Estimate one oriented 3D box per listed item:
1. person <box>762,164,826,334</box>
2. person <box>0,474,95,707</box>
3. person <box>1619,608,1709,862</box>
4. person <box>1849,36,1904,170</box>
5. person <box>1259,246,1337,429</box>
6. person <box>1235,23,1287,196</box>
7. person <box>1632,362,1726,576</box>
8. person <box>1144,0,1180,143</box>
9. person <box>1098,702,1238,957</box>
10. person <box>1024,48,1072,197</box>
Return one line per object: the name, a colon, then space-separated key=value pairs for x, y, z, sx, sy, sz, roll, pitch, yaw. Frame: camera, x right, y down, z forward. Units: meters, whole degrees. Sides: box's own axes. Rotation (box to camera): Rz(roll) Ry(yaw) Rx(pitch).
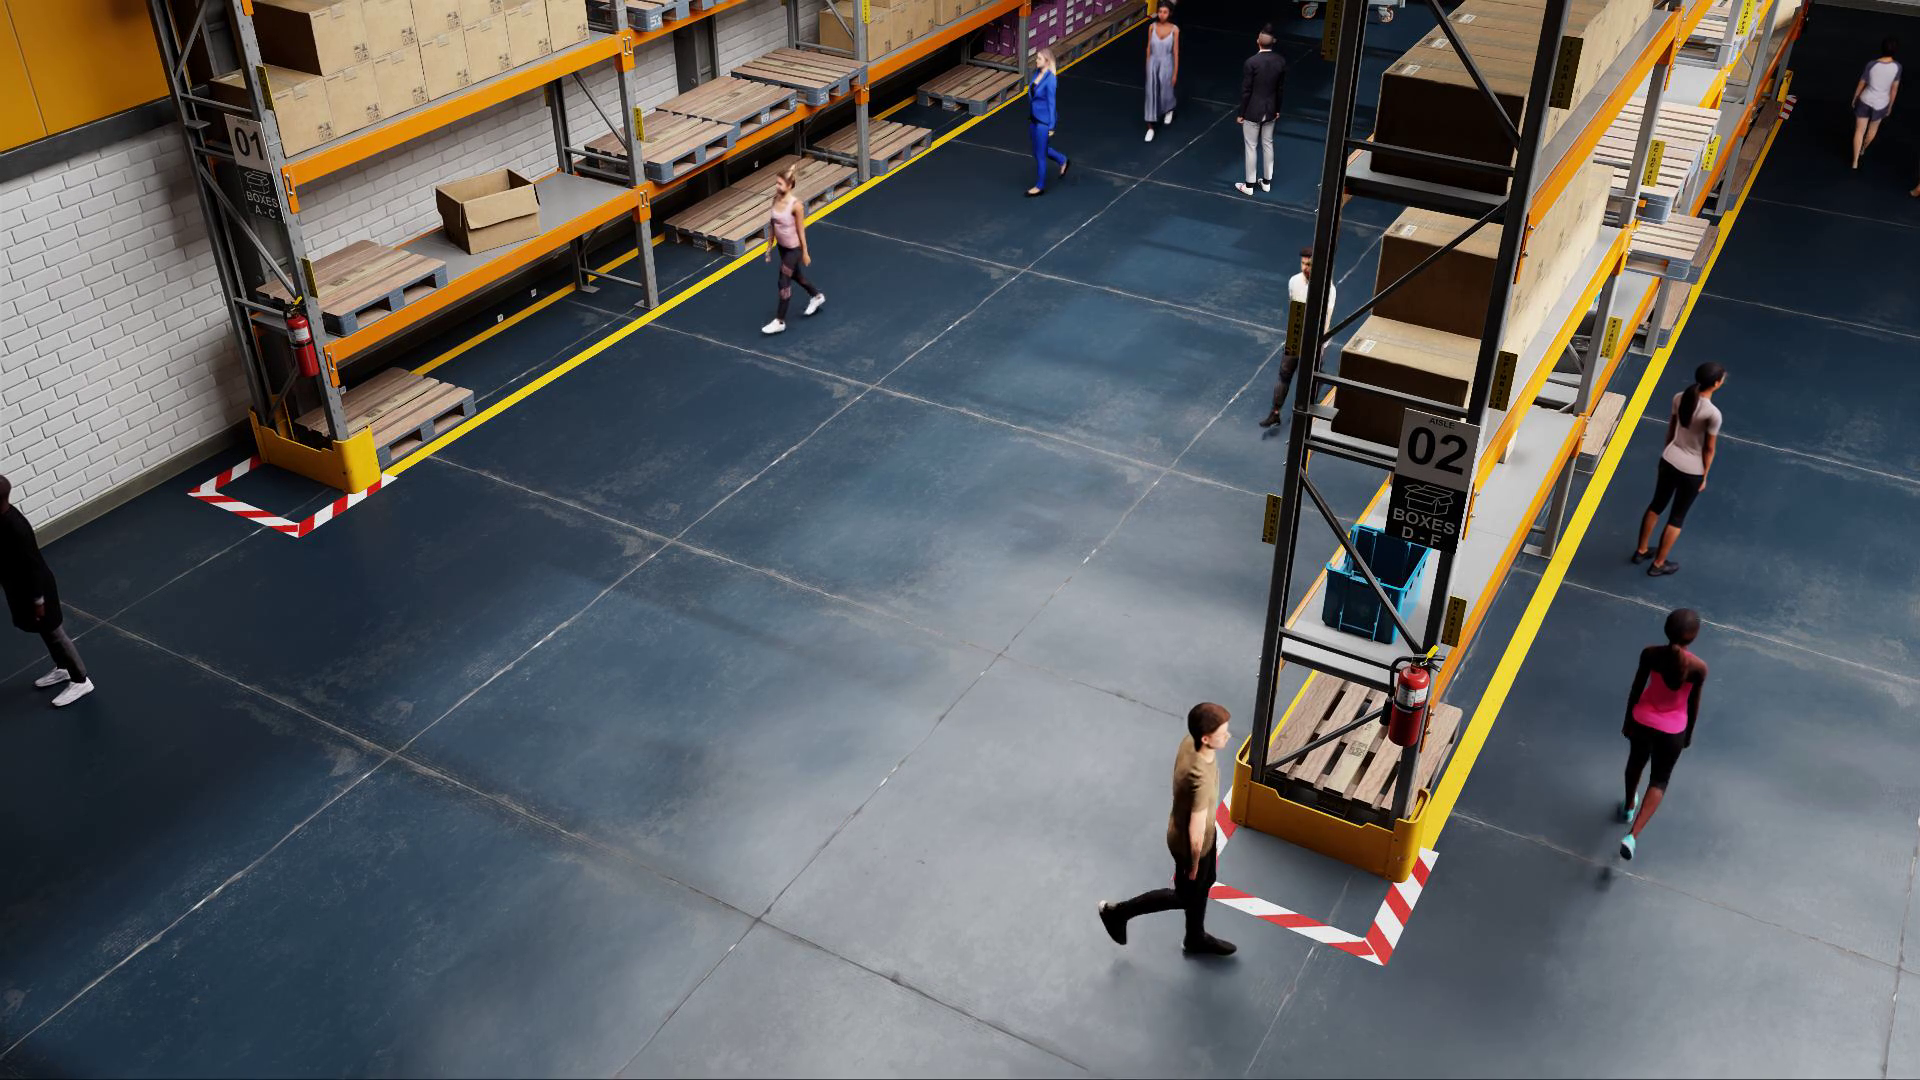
person: x=-1.596 y=-2.866 z=16.215 sx=1.144 sy=1.616 sz=0.829 roll=-24 pitch=40 yaw=-31
person: x=-6.302 y=0.313 z=11.301 sx=0.645 sy=1.762 sz=0.702 roll=-28 pitch=43 yaw=-36
person: x=4.187 y=1.182 z=10.047 sx=0.621 sy=1.701 sz=1.031 roll=22 pitch=40 yaw=30
person: x=10.854 y=-5.170 z=19.752 sx=0.687 sy=1.537 sz=0.961 roll=11 pitch=35 yaw=16
person: x=3.090 y=-1.801 z=14.546 sx=0.722 sy=1.689 sz=1.004 roll=24 pitch=41 yaw=32
person: x=3.443 y=-4.940 z=19.029 sx=0.766 sy=1.954 sz=0.853 roll=-12 pitch=35 yaw=-17
person: x=5.463 y=-0.541 z=12.606 sx=0.728 sy=1.737 sz=0.690 roll=-14 pitch=36 yaw=-20
person: x=2.522 y=-5.857 z=20.665 sx=0.723 sy=1.671 sz=1.115 roll=10 pitch=35 yaw=15
person: x=1.204 y=1.635 z=9.246 sx=0.956 sy=1.833 sz=1.078 roll=5 pitch=34 yaw=8
person: x=1.035 y=-4.784 z=19.037 sx=1.012 sy=1.686 sz=0.893 roll=-16 pitch=37 yaw=-22
